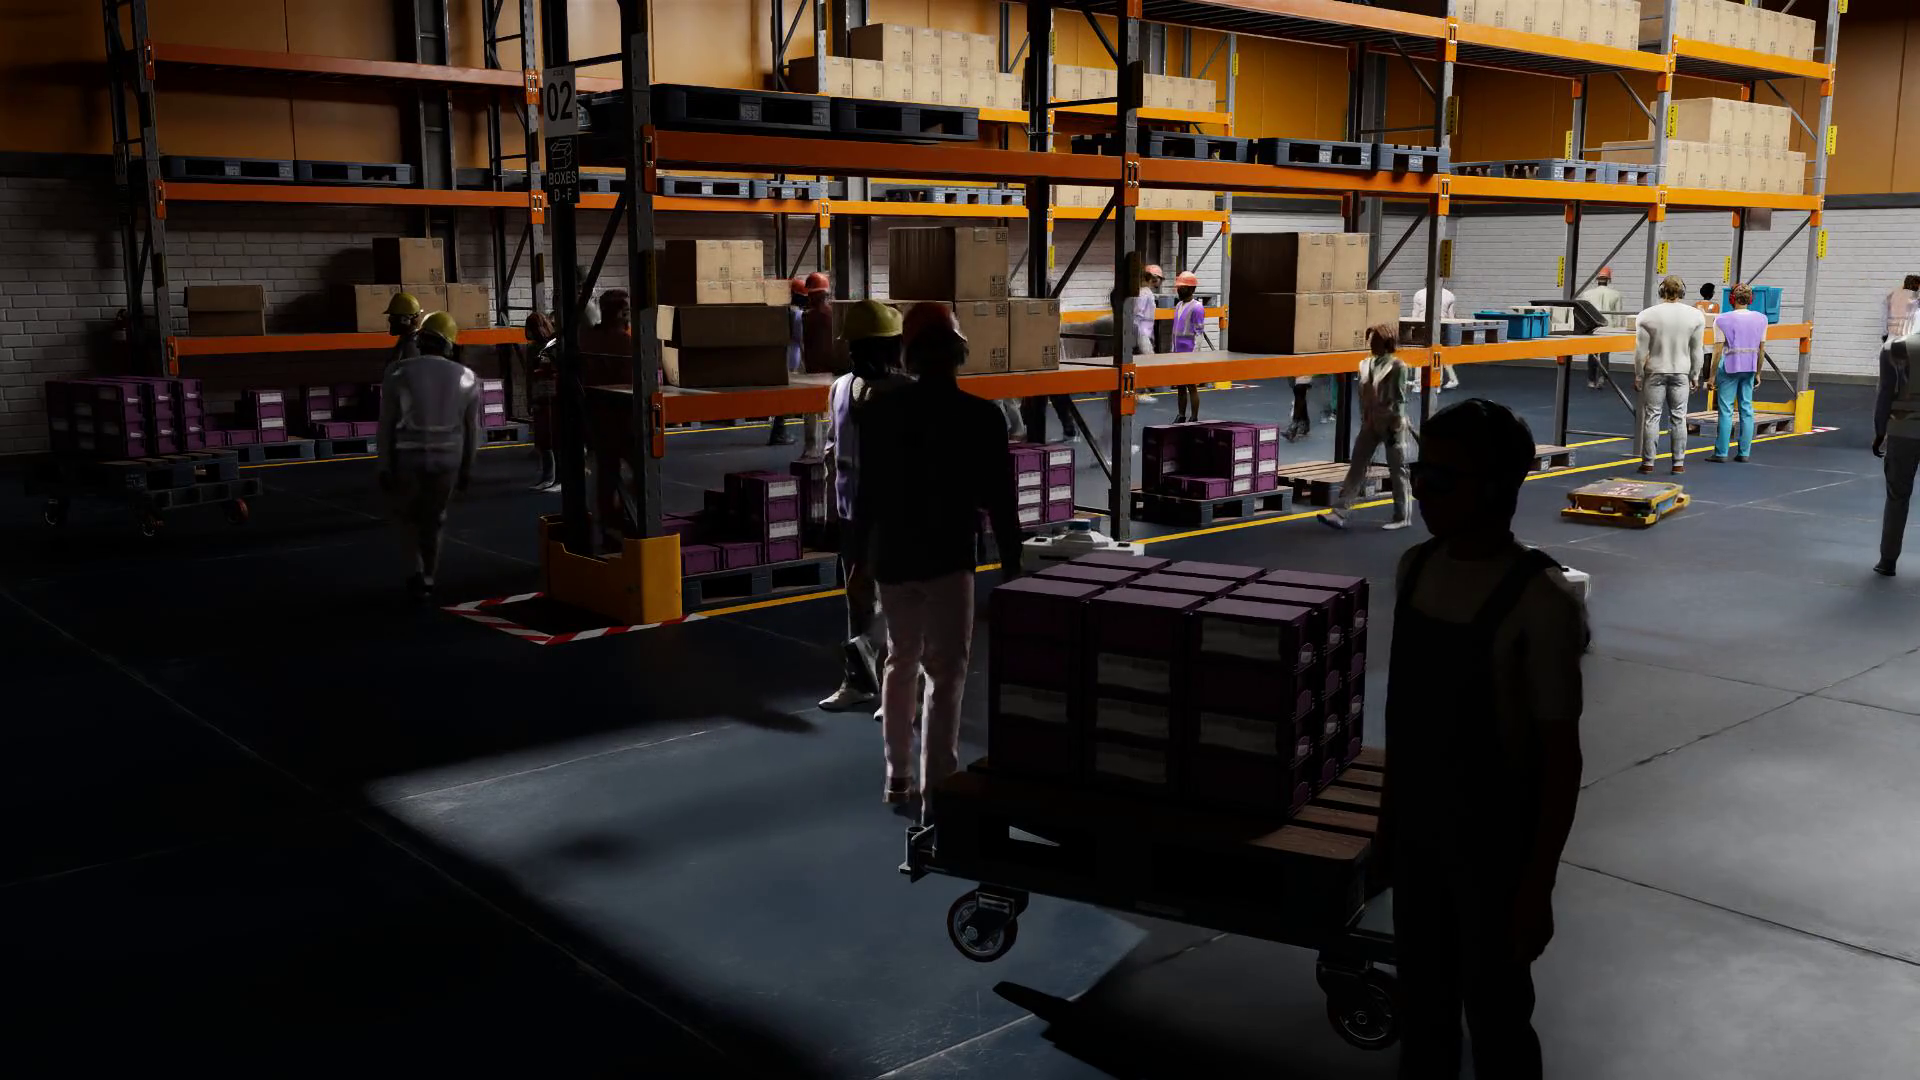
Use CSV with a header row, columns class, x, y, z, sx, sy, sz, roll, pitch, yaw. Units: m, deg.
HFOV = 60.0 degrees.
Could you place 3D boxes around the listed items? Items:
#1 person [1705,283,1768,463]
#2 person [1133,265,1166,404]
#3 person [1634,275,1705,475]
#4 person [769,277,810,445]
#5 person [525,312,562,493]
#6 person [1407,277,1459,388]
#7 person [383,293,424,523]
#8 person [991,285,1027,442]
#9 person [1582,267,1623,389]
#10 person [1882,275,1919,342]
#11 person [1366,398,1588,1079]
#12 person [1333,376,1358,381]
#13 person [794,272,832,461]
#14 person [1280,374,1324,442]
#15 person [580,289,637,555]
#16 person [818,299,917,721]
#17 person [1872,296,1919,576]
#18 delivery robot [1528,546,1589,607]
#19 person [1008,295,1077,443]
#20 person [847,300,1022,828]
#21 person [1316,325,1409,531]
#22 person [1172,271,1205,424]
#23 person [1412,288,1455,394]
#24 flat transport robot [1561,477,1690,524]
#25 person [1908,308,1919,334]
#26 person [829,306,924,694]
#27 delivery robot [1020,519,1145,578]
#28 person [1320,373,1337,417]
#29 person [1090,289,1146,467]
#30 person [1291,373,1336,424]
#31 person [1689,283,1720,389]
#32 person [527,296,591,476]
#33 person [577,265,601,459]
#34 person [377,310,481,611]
class,x,y,z,sx,sy,sz,roll,pitch,yaw
person,7.968,-1.700,17.064,0.566,1.846,0.387,-1,10,-7
person,2.610,-2.937,23.855,0.687,1.992,0.623,1,10,6
person,6.861,-1.591,16.152,0.631,1.940,0.372,3,10,15
person,-1.894,-1.991,18.640,0.574,1.885,0.586,-5,11,-28
person,-3.746,-1.234,14.982,0.494,1.624,0.281,9,13,43
person,7.732,-3.364,26.943,0.980,1.817,0.502,9,13,42
person,-4.409,-1.056,13.323,0.403,1.835,0.588,-4,10,-22
person,0.434,-1.935,18.340,0.653,1.884,1.045,9,13,42
person,10.290,-3.394,26.682,0.634,1.956,0.996,3,10,19
person,14.972,-3.275,26.389,0.432,1.827,0.675,-5,11,-26
person,1.032,0.630,3.420,0.351,1.846,0.506,-4,11,-23
person,6.590,-3.496,28.281,0.652,1.588,0.535,5,11,29
person,-1.328,-1.746,16.994,0.623,1.970,0.851,9,13,42
person,3.913,-2.102,19.251,0.602,1.912,1.020,6,12,34
person,-2.402,-0.817,11.744,0.683,1.889,0.434,9,13,43
person,-0.400,-0.137,7.673,0.587,1.928,0.362,7,12,36
person,6.370,-0.714,10.993,0.608,1.948,0.389,4,11,24
delivery robot,3.027,0.271,9.023,0.707,0.478,0.477,-2,10,-11
person,0.879,-2.007,18.821,1.015,1.861,0.610,-1,10,-5
person,-0.115,0.098,6.221,0.743,1.955,0.631,5,11,27
person,3.155,-0.838,12.727,0.856,1.587,0.537,-6,12,-32
person,2.703,-2.247,19.985,0.353,1.942,0.545,-5,11,-26
person,7.310,-3.205,25.748,0.651,1.895,0.401,1,10,6
flat transport robot,5.481,-0.331,13.652,0.652,0.197,1.431,7,12,36
person,10.477,-1.891,18.102,0.468,1.868,0.608,7,12,35
person,-0.387,-0.181,8.060,0.651,1.882,0.735,5,11,27
delivery robot,0.726,0.117,9.922,0.707,0.478,0.477,4,10,20
person,5.020,-2.524,22.121,0.533,1.768,0.311,-8,12,-38
person,1.628,-1.670,16.977,0.538,1.812,0.986,8,13,39
person,4.495,-2.310,21.054,0.516,1.707,0.852,9,13,42
person,11.914,-3.256,26.599,0.318,1.700,0.535,-5,11,-26
person,-3.823,-1.485,15.880,0.512,1.821,0.687,0,10,-2
person,-3.946,-1.888,17.592,0.688,2.000,0.536,8,13,40
person,-3.173,-0.466,9.954,0.614,1.801,0.415,-6,11,-30
